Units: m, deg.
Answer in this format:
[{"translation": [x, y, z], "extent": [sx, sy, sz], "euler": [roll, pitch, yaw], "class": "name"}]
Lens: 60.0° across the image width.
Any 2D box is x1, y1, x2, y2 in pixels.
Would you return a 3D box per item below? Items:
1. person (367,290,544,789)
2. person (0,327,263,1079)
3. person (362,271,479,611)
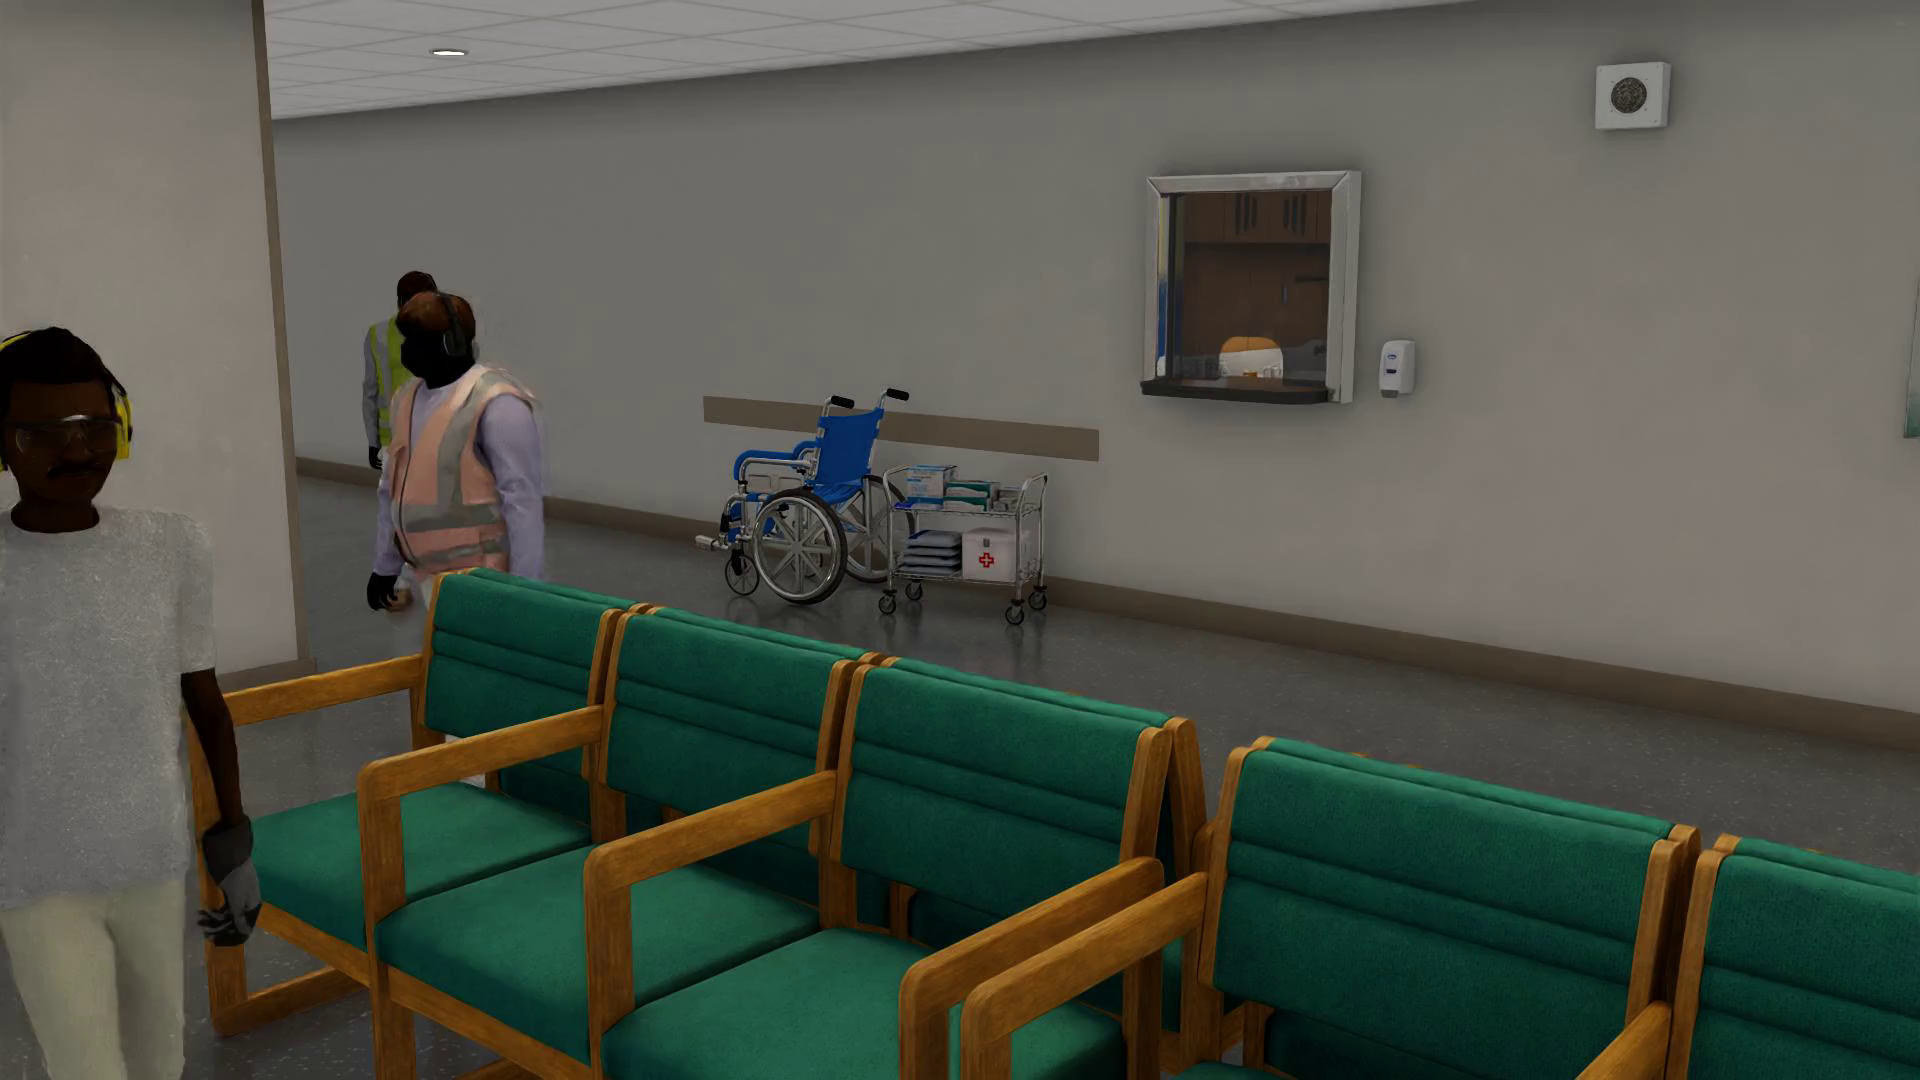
[{"translation": [-1.678, 0.108, 5.438], "extent": [0.633, 1.824, 0.639], "euler": [10, 14, 44], "class": "person"}, {"translation": [-1.497, 0.558, 2.843], "extent": [0.859, 1.834, 0.528], "euler": [9, 13, 42], "class": "person"}, {"translation": [-2.914, -0.533, 9.038], "extent": [0.619, 1.838, 0.430], "euler": [-3, 10, -14], "class": "person"}]
